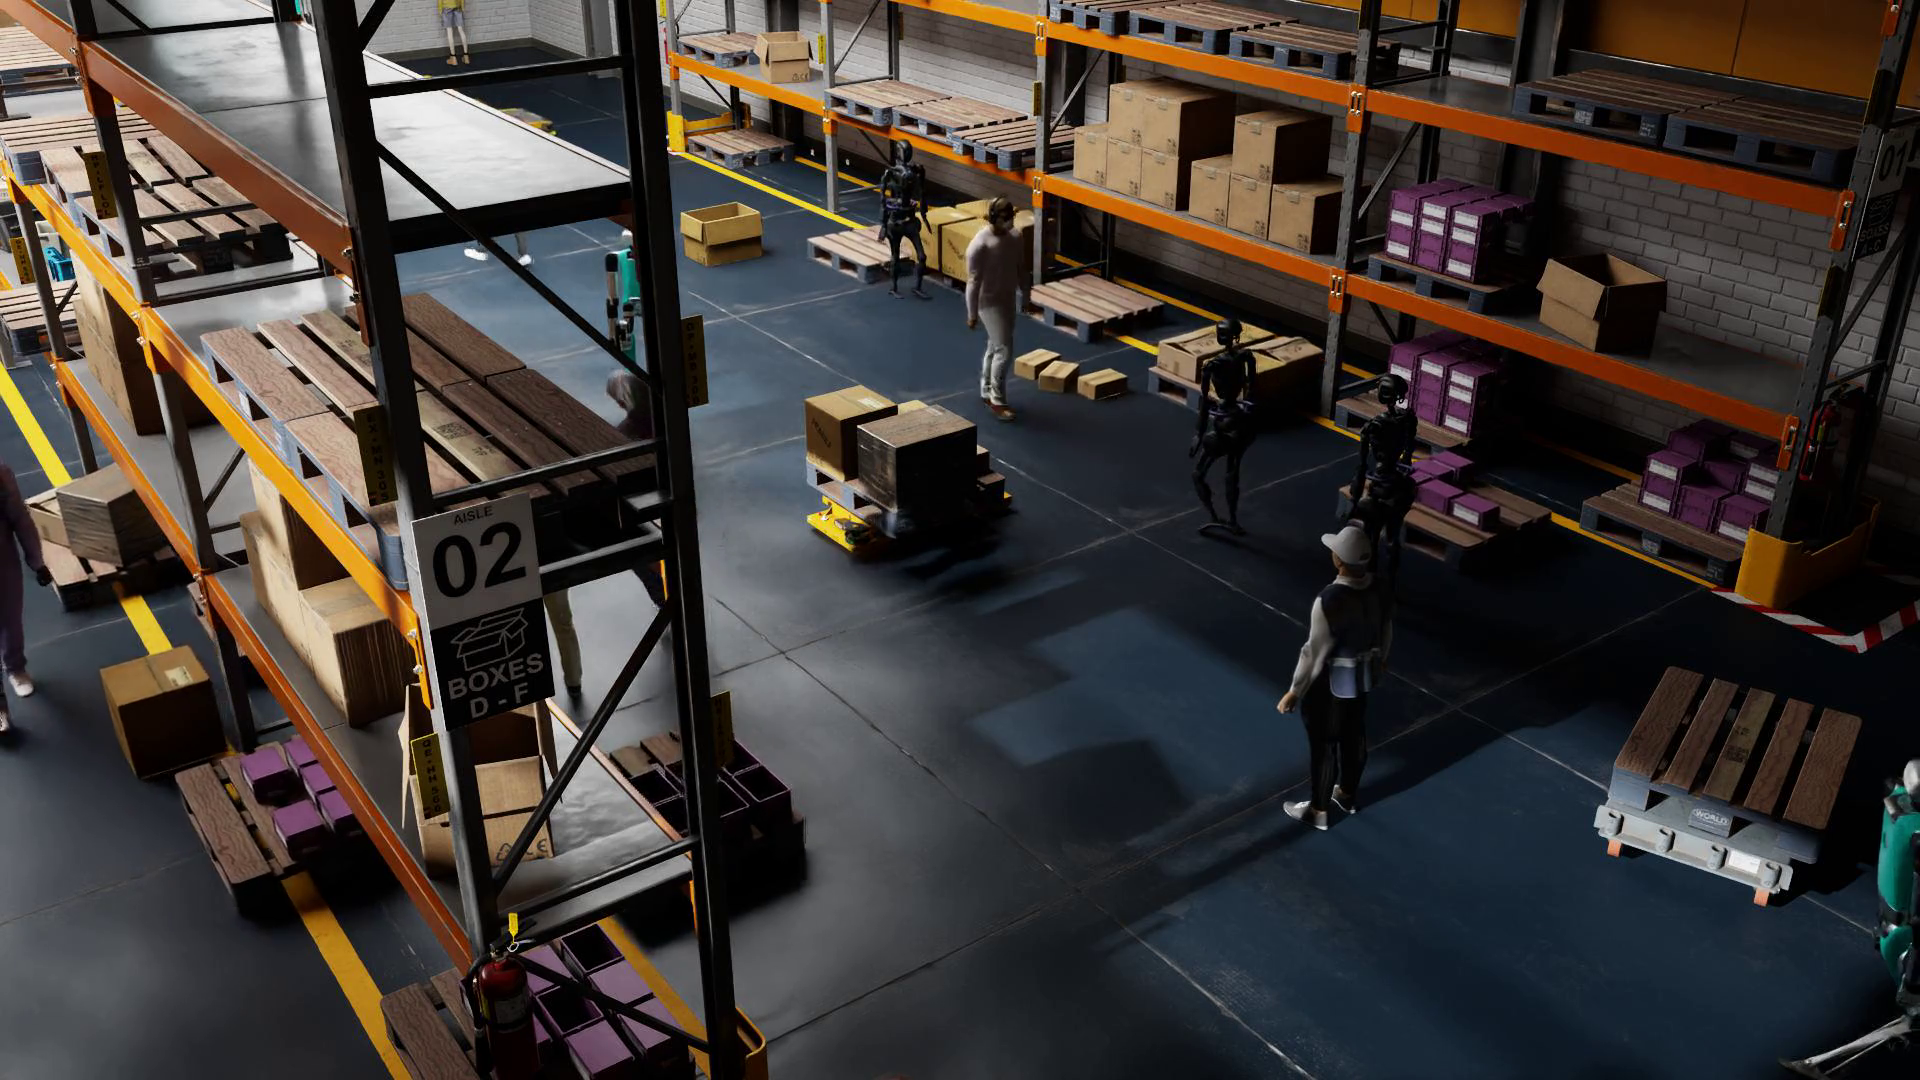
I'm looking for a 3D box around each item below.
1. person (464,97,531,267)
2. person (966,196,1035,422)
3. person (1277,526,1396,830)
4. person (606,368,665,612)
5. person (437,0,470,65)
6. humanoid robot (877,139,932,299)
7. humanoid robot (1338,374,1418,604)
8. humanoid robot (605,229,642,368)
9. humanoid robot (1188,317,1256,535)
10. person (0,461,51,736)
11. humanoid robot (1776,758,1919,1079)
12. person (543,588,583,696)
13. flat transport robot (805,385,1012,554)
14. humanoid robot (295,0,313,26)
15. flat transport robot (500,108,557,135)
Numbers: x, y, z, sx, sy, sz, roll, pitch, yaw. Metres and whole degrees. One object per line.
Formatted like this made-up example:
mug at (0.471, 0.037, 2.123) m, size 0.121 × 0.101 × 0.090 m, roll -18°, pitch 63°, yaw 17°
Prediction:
person at (-5.054, -3.846, 17.926) m, size 0.985 × 1.817 × 0.601 m, roll 20°, pitch 33°, yaw 34°
person at (0.398, -1.948, 14.035) m, size 0.681 × 1.920 × 0.629 m, roll 19°, pitch 33°, yaw 33°
person at (2.018, 0.735, 8.865) m, size 0.773 × 1.757 × 0.438 m, roll -18°, pitch 32°, yaw -32°
person at (-1.988, -0.250, 10.743) m, size 0.458 × 1.834 × 0.555 m, roll 24°, pitch 35°, yaw 39°
person at (-8.596, -9.011, 28.110) m, size 0.488 × 1.888 × 0.387 m, roll -18°, pitch 32°, yaw -32°
humanoid robot at (-0.569, -3.248, 16.884) m, size 0.614 × 1.642 × 0.453 m, roll -18°, pitch 32°, yaw -32°
humanoid robot at (2.794, -0.309, 11.018) m, size 0.599 × 1.657 × 0.315 m, roll -18°, pitch 32°, yaw -32°
humanoid robot at (-2.576, -1.561, 13.489) m, size 0.555 × 1.777 × 0.901 m, roll -4°, pitch 27°, yaw -8°
humanoid robot at (1.935, -0.817, 12.043) m, size 0.607 × 1.639 × 0.341 m, roll -19°, pitch 33°, yaw -34°
person at (-5.730, 0.212, 9.776) m, size 0.651 × 1.866 × 0.938 m, roll -19°, pitch 32°, yaw -33°
humanoid robot at (4.148, 1.725, 6.971) m, size 1.041 × 1.750 × 0.531 m, roll 6°, pitch 27°, yaw 11°
person at (-2.551, 0.185, 9.966) m, size 0.573 × 1.747 × 0.334 m, roll -18°, pitch 32°, yaw -32°
flat transport robot at (-0.370, -0.266, 12.517) m, size 1.431 × 0.231 × 0.659 m, roll -18°, pitch 32°, yaw -32°
humanoid robot at (-10.213, -7.815, 25.749) m, size 0.533 × 1.676 × 0.735 m, roll -18°, pitch 32°, yaw -32°
flat transport robot at (-6.385, -5.956, 23.835) m, size 0.659 × 0.231 × 1.431 m, roll -18°, pitch 32°, yaw -32°
